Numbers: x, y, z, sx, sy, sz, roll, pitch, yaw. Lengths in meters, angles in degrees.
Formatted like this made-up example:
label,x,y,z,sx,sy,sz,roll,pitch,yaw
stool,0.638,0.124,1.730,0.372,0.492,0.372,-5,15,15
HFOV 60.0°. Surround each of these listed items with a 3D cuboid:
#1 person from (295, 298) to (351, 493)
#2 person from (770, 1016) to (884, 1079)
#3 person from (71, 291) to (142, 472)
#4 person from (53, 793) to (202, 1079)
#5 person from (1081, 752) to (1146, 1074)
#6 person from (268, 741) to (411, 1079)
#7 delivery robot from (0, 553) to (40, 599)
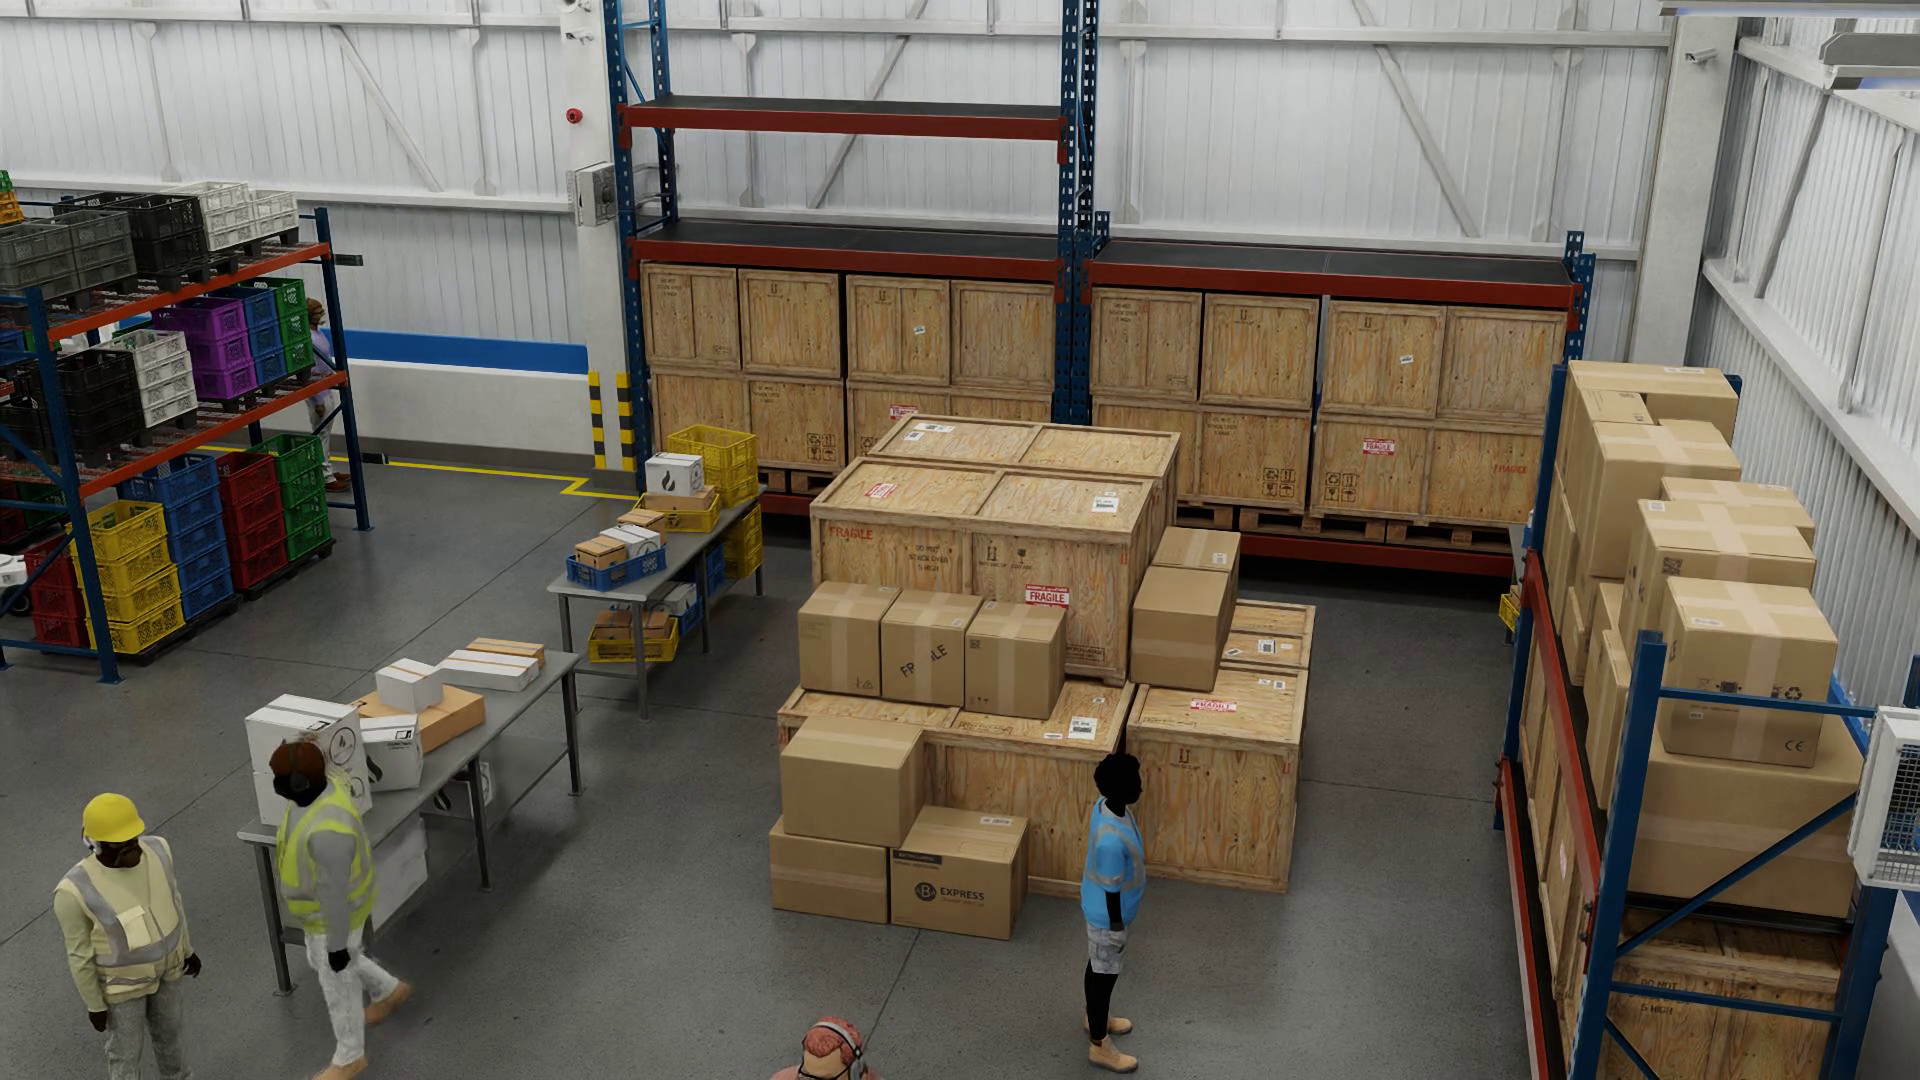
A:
label,x,y,z,sx,sy,sz,roll,pitch,yaw
person,-6.329,-1.442,16.462,0.373,1.940,0.629,-5,22,-14
person,-0.442,2.553,6.054,0.652,1.906,0.402,6,22,16
person,-8.777,-1.654,17.093,0.361,1.882,0.575,7,22,18
person,-3.767,1.980,7.653,0.403,1.835,0.588,9,23,23
person,0.757,1.822,8.258,0.319,1.696,0.532,1,21,2
person,-3.036,1.796,8.170,0.545,1.829,0.680,-14,25,-33
delivery robot,-8.010,0.288,13.734,0.707,0.478,0.477,-6,22,-15
